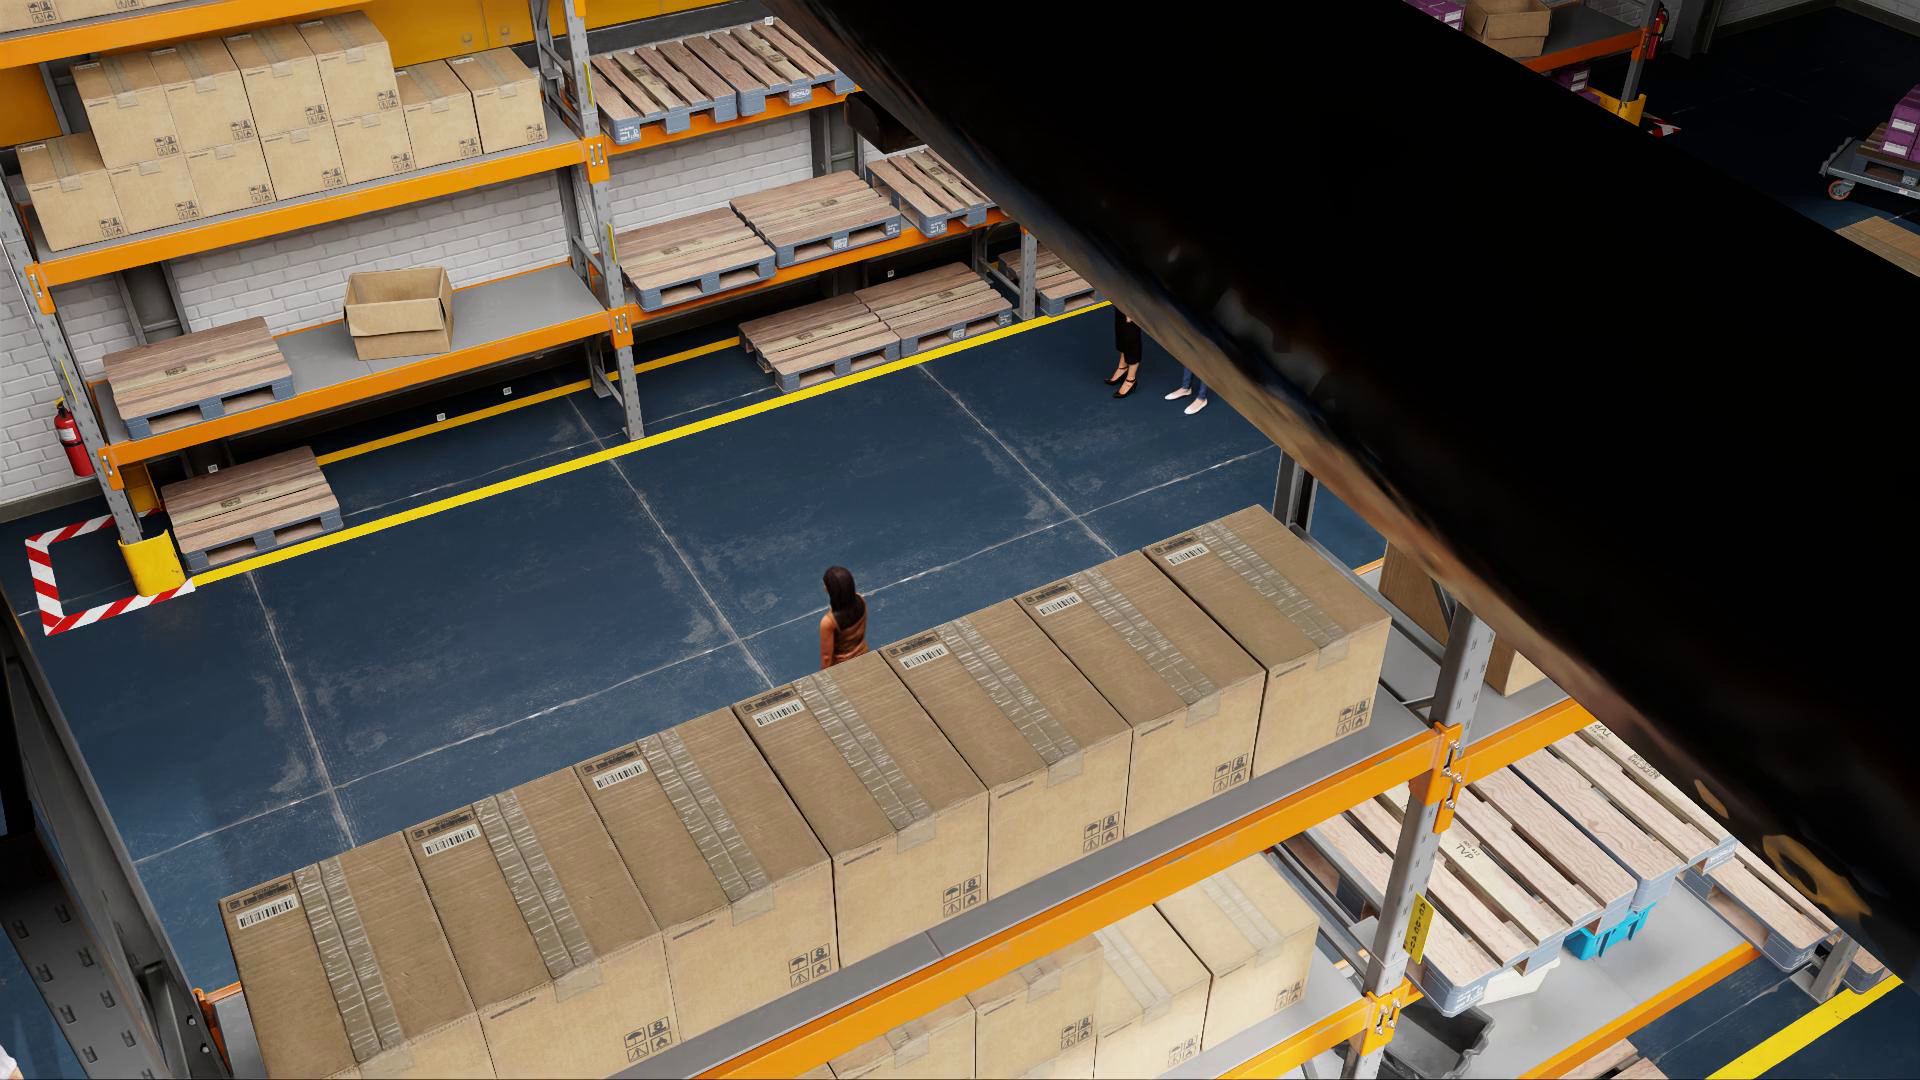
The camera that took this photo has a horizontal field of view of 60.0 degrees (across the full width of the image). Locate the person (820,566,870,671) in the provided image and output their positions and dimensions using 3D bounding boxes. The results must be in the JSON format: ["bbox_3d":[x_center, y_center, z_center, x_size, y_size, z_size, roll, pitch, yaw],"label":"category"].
[{"bbox_3d":[-0.739,0.851,10.926,0.692,1.686,0.580,23,44,26],"label":"person"}]
